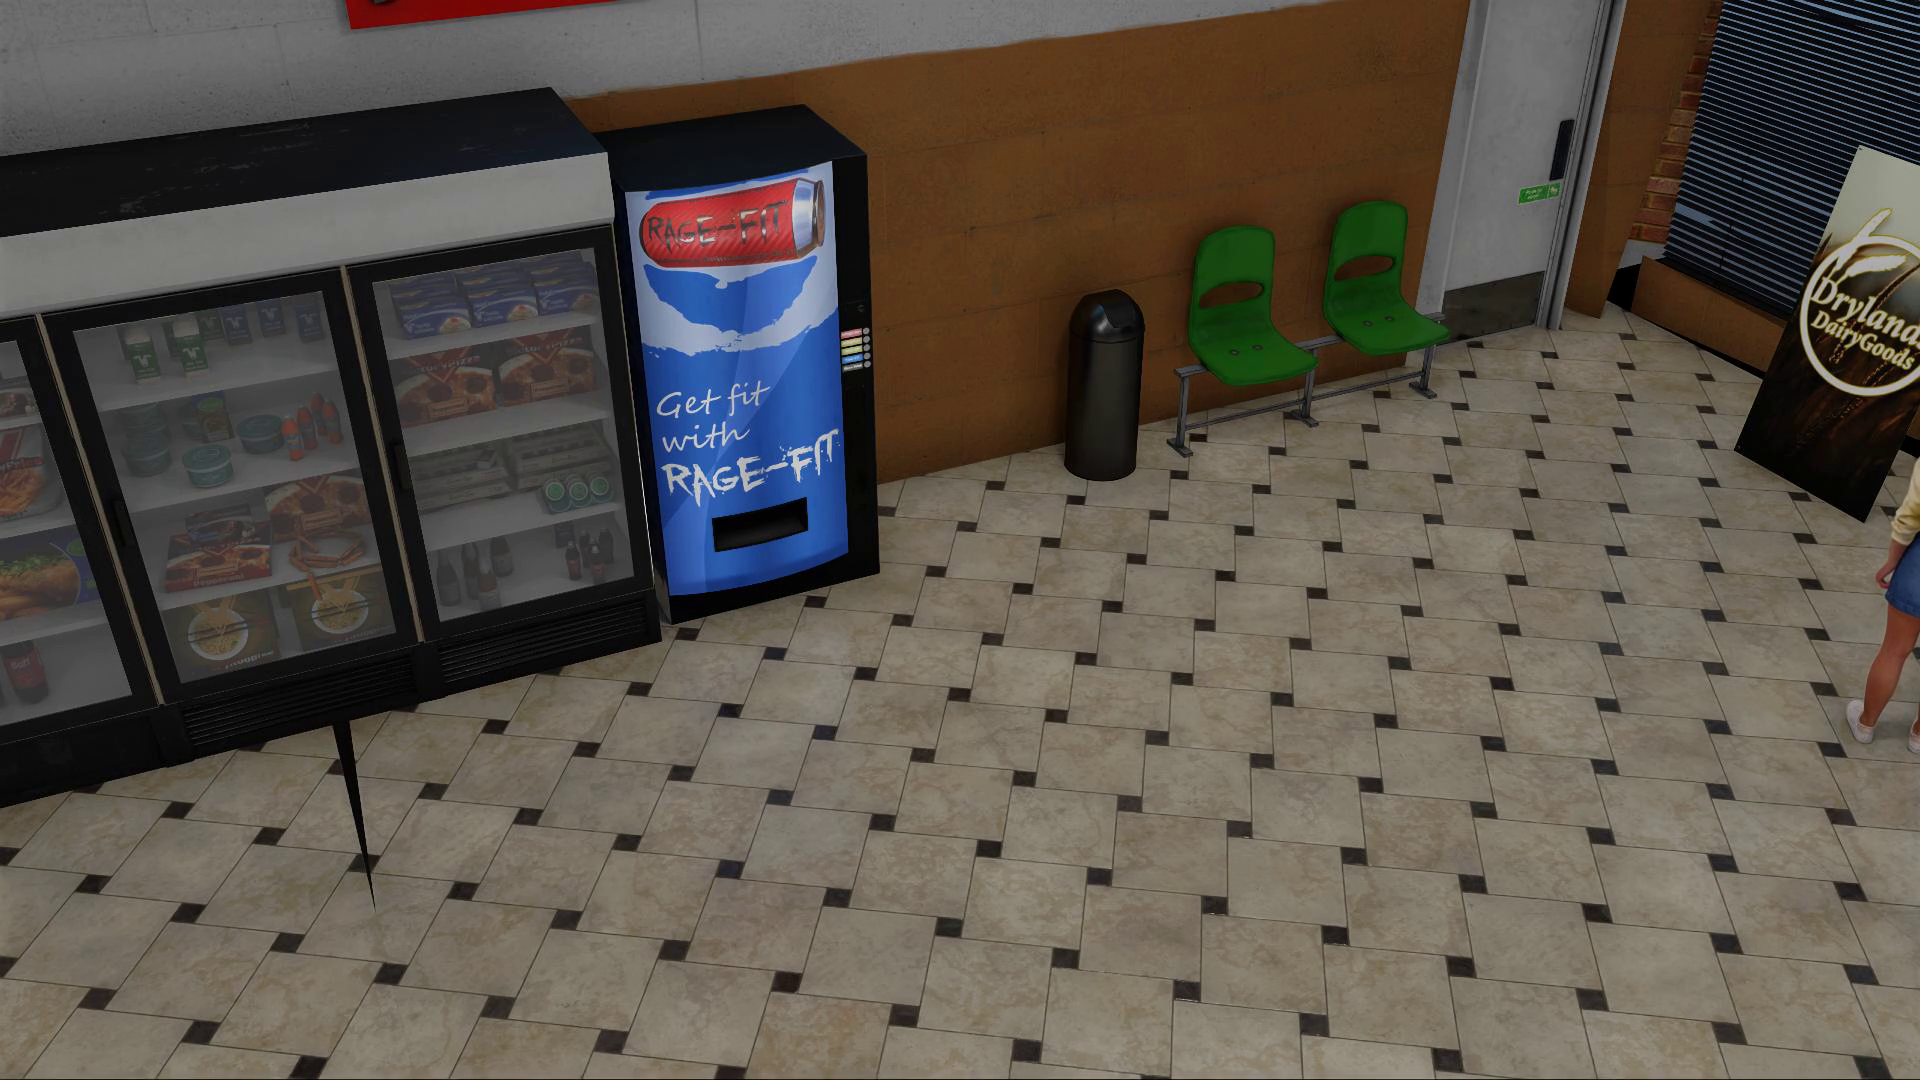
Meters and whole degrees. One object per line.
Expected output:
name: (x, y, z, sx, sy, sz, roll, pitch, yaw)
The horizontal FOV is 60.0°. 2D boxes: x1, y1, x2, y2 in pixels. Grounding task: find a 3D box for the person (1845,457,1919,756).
person: (3.887, 0.128, 6.558, 0.711, 1.631, 0.782, 13, 34, 19)
